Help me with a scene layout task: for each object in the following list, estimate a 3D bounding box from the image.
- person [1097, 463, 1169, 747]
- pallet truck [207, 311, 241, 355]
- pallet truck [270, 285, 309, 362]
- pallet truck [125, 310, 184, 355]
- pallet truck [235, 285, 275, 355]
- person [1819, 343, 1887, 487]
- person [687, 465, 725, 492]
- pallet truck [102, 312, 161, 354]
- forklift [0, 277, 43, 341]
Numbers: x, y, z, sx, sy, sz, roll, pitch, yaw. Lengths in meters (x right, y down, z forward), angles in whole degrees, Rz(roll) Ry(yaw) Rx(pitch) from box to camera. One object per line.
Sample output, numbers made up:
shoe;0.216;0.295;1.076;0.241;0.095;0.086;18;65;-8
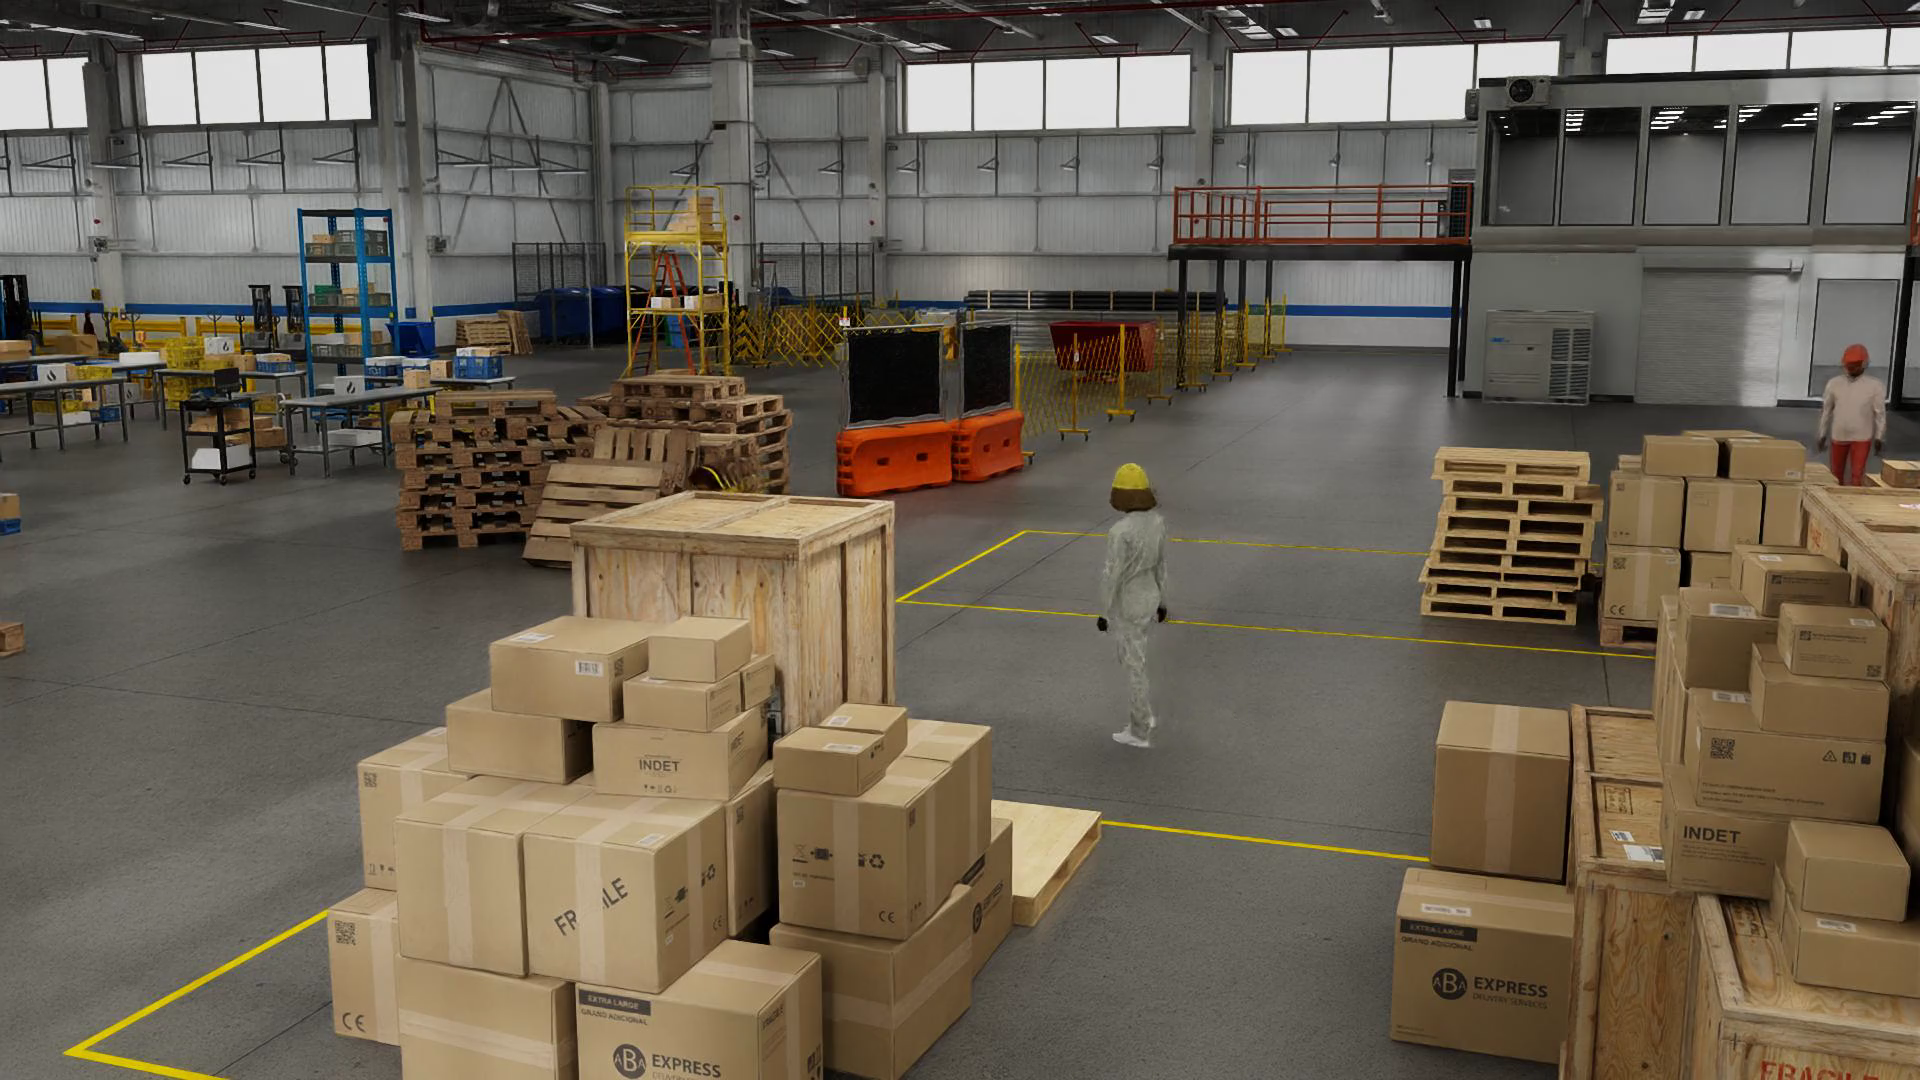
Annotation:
person;1.028;0.395;10.069;0.413;1.725;0.509;9;13;40
pallet truck;-19.537;-5.575;44.913;0.653;1.274;1.630;3;11;19
pallet truck;-17.147;-5.700;43.663;0.823;1.965;1.885;3;11;17
pallet truck;-22.038;-5.665;45.457;0.704;1.261;1.522;3;11;17
pallet truck;-18.327;-5.835;44.421;0.823;1.965;1.885;4;11;23
person;9.610;-1.132;17.952;0.397;1.991;0.625;-9;14;-42
person;-1.410;0.467;9.483;0.550;1.805;0.989;9;13;41
pallet truck;-23.057;-5.777;46.261;0.680;1.201;1.601;3;11;19
forklift;-27.151;-6.329;46.328;1.157;1.987;2.680;3;11;17
